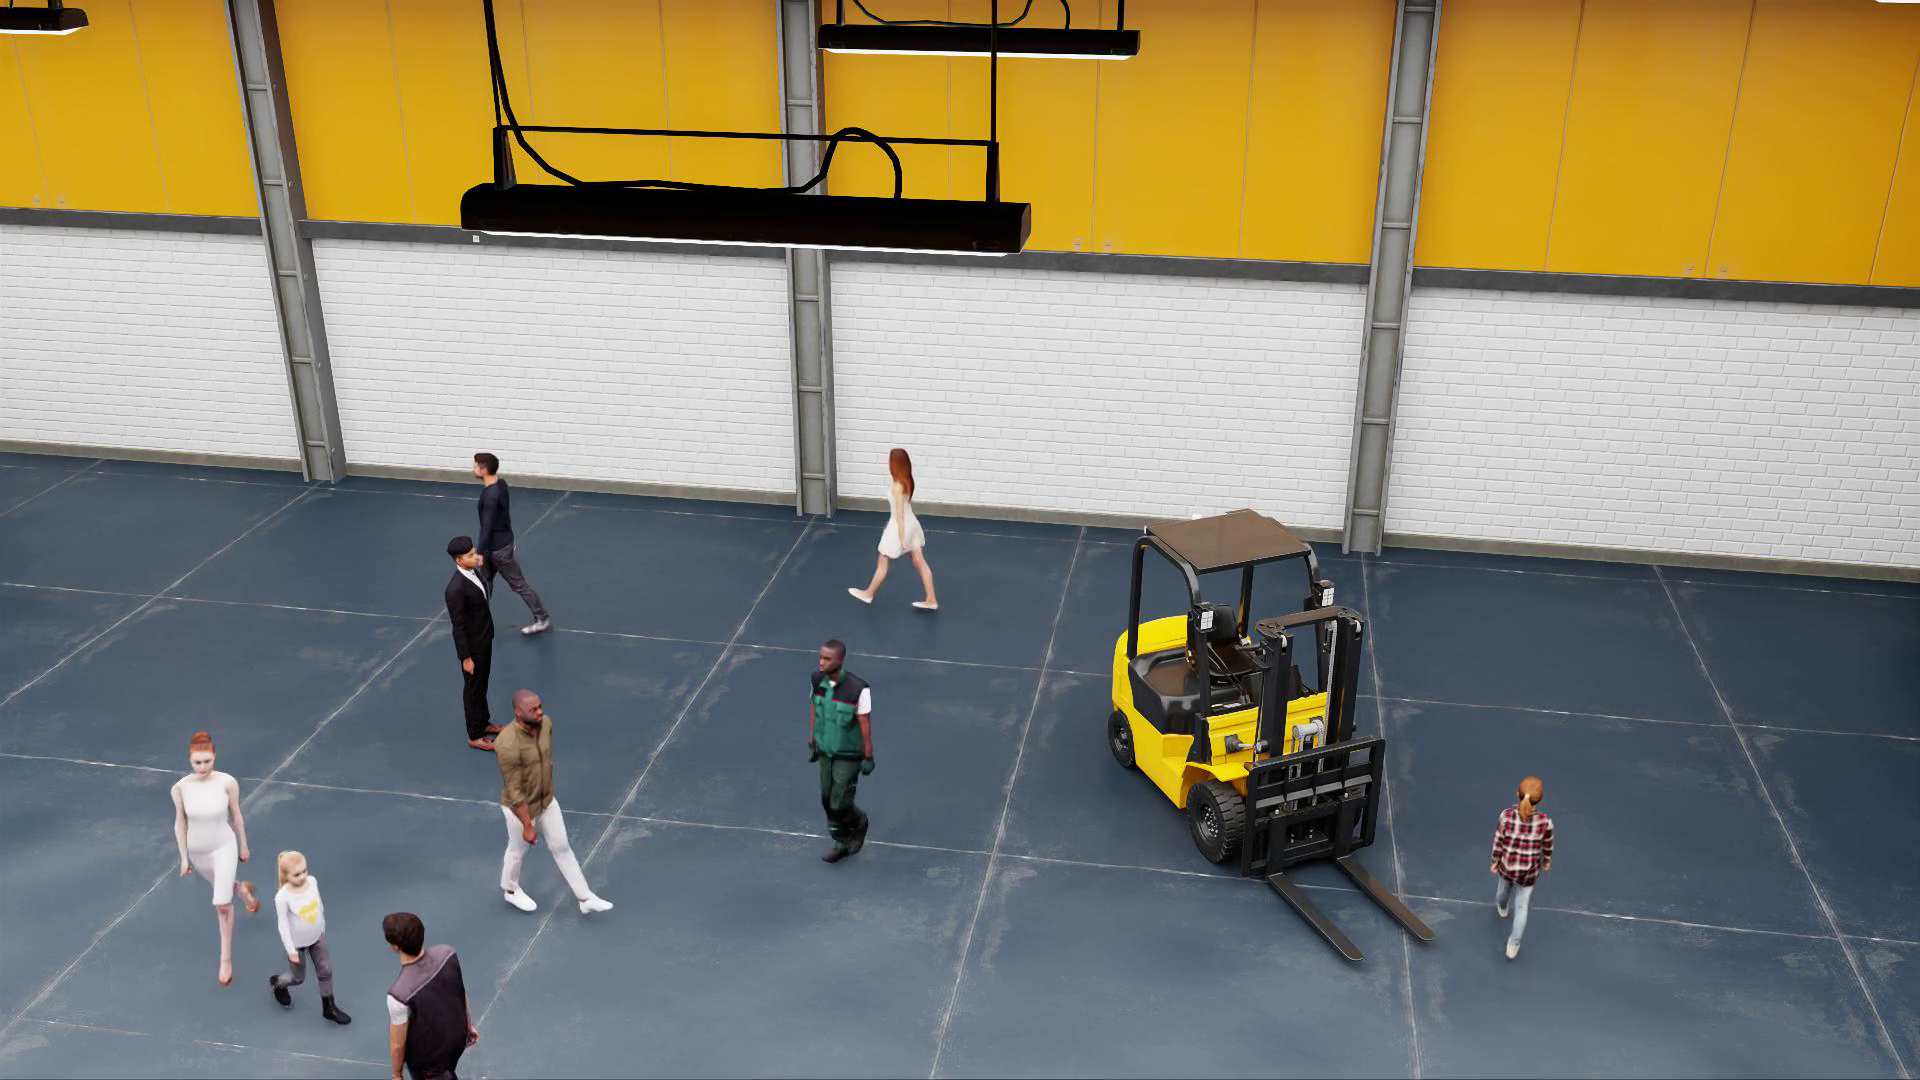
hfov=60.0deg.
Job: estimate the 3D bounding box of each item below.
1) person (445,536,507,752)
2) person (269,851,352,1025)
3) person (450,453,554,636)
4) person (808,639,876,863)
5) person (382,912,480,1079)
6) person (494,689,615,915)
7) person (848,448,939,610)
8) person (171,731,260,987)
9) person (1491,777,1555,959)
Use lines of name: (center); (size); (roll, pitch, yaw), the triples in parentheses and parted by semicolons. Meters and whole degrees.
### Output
person: (-4.041, 0.832, 13.774); (0.597, 1.884, 0.725); (1, 24, 2)
person: (-4.246, 2.533, 10.658); (0.873, 1.264, 0.674); (15, 28, 30)
person: (-4.210, 0.088, 15.559); (1.272, 1.819, 0.900); (-3, 24, -6)
person: (-0.825, 1.530, 12.249); (0.807, 1.827, 0.894); (16, 28, 33)
person: (-2.828, 2.856, 9.208); (0.757, 1.833, 0.759); (12, 26, 26)
person: (-3.068, 1.834, 11.604); (1.213, 1.787, 0.963); (12, 26, 25)
person: (-0.462, -0.066, 16.112); (1.158, 1.658, 0.703); (9, 25, 19)
person: (-4.971, 2.054, 11.143); (1.117, 1.751, 0.893); (-3, 24, -7)
person: (3.810, 2.242, 11.317); (0.869, 1.269, 0.691); (8, 25, 17)
